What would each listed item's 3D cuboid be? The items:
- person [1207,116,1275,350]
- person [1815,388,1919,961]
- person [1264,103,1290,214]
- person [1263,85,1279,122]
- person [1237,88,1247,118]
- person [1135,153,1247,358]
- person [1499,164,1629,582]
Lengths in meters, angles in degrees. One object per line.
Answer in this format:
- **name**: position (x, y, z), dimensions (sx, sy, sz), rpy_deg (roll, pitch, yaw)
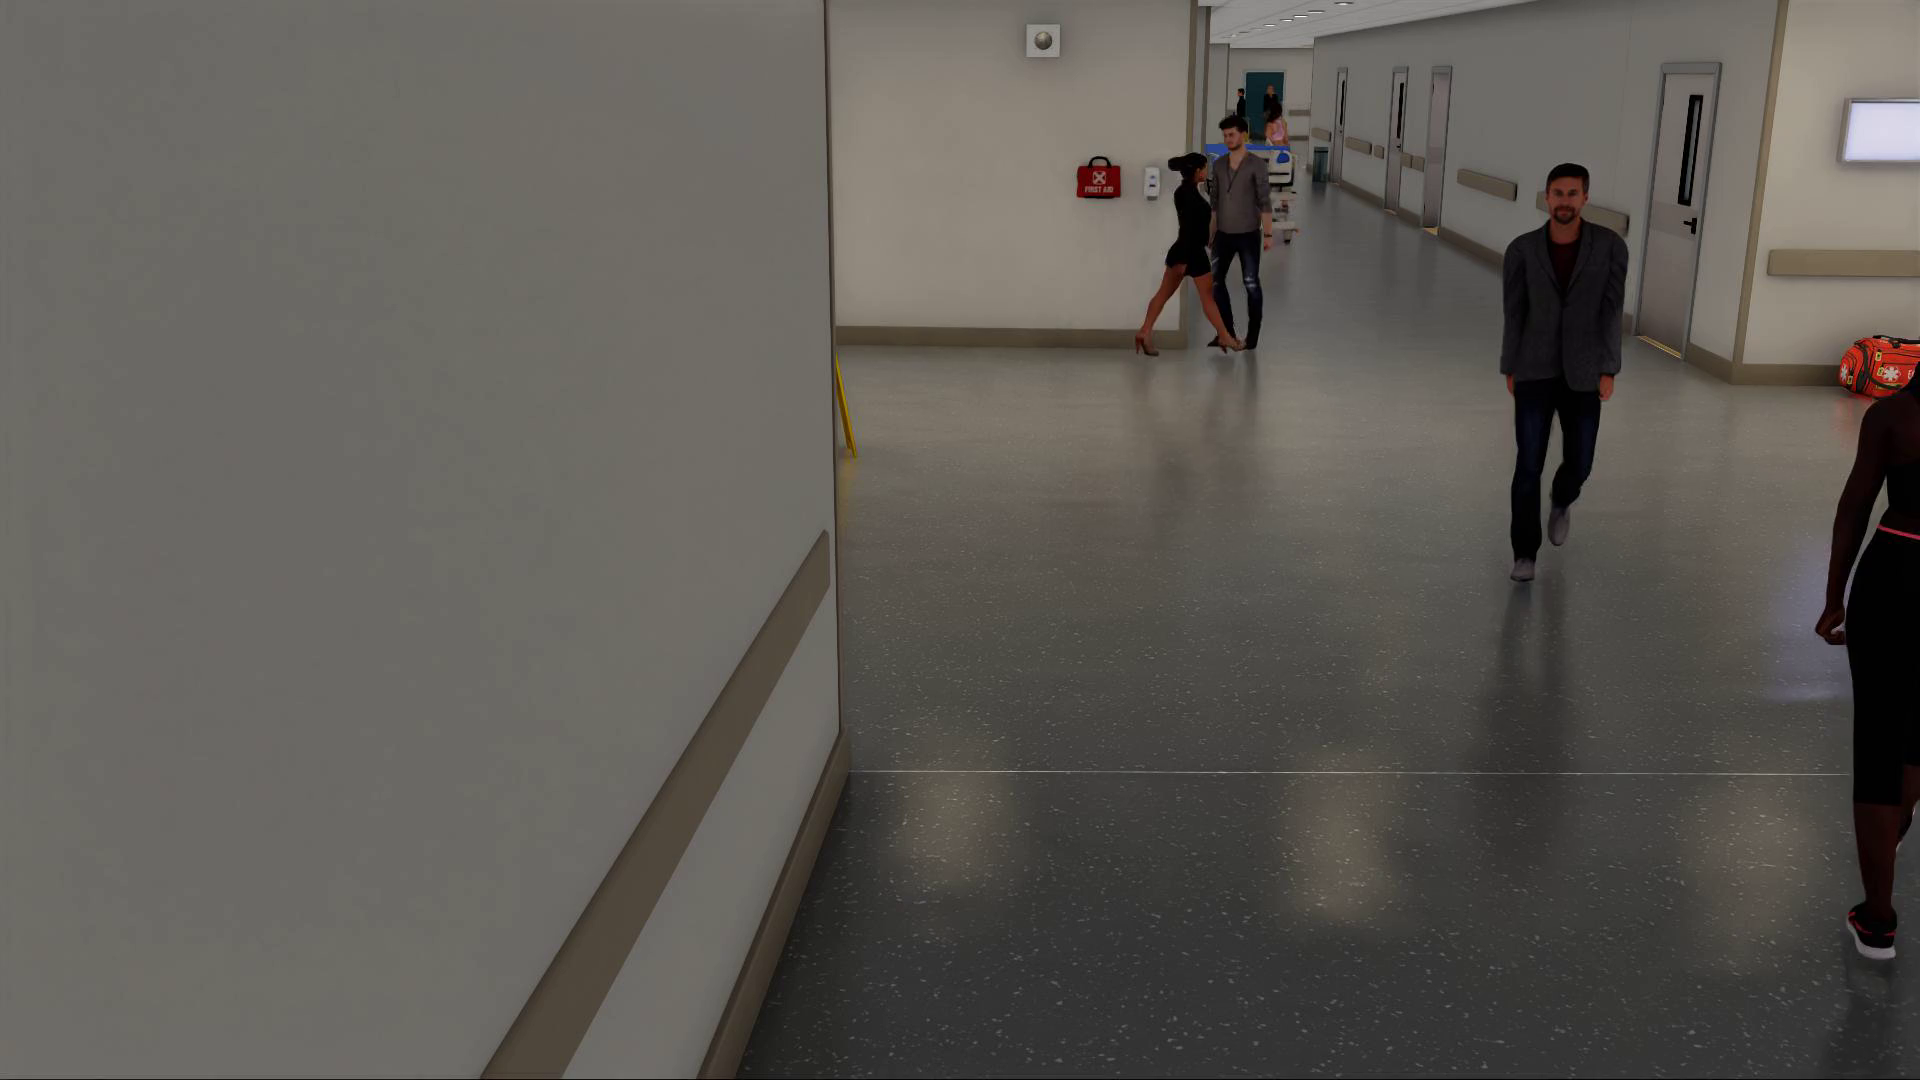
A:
- **person**: position (2.333, -2.519, 13.728), dimensions (0.983, 1.878, 1.078), rpy_deg (10, 19, 33)
- **person**: position (2.445, 0.236, 4.242), dimensions (1.143, 1.723, 0.939), rpy_deg (7, 17, 24)
- **person**: position (5.196, -6.160, 26.921), dimensions (1.011, 1.726, 1.051), rpy_deg (-12, 20, -36)
- **person**: position (9.563, -13.106, 51.381), dimensions (0.608, 1.824, 0.664), rpy_deg (1, 16, 2)
- **person**: position (8.930, -13.450, 52.790), dimensions (0.531, 1.720, 0.648), rpy_deg (0, 16, 1)
- **person**: position (1.702, -2.173, 13.048), dimensions (1.135, 1.581, 0.730), rpy_deg (-1, 16, -4)
- **person**: position (2.708, -0.752, 7.517), dimensions (1.095, 1.846, 0.904), rpy_deg (5, 17, 18)
